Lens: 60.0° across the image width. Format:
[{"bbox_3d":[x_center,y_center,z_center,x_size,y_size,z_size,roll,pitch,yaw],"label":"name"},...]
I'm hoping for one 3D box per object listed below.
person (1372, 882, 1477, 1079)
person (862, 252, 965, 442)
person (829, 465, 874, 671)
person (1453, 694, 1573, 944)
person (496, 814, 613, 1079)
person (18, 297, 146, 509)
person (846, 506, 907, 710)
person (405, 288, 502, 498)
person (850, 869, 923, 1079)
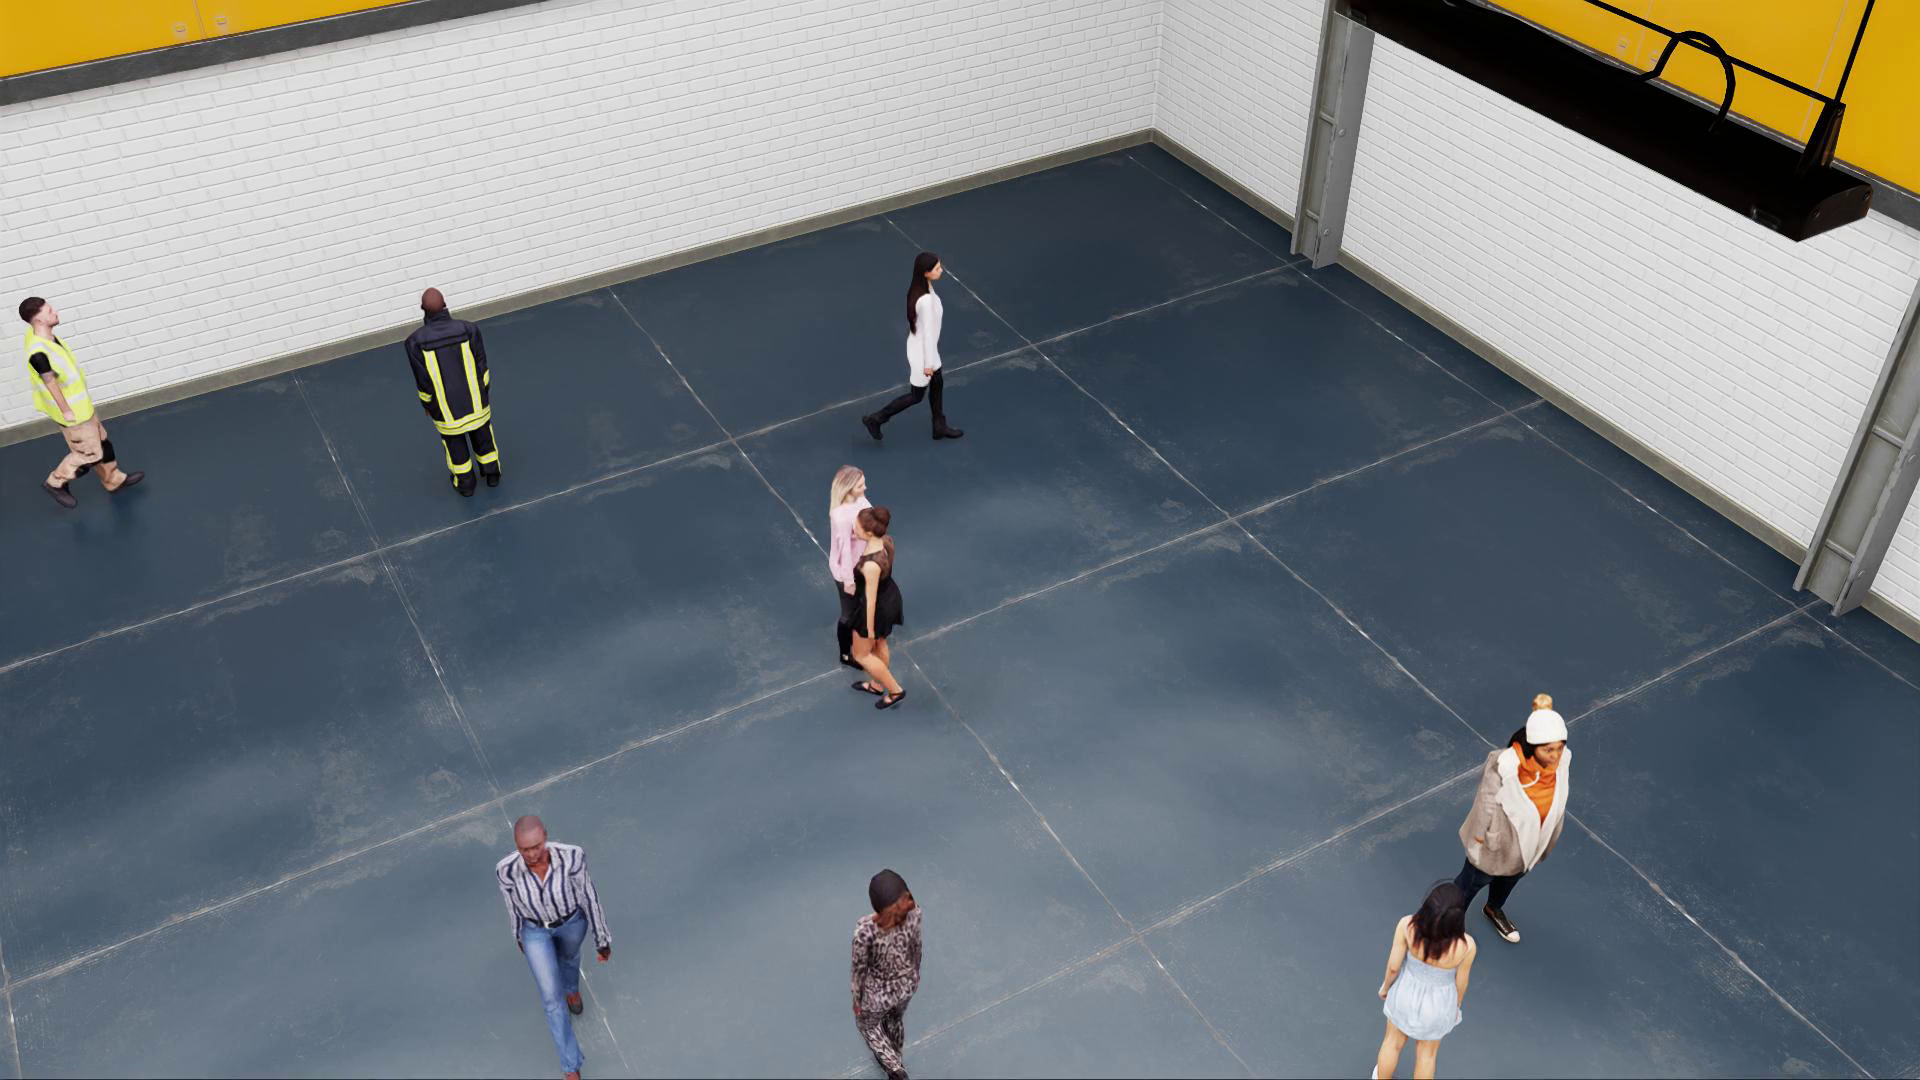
[{"bbox_3d":[2.400,2.389,8.660,0.645,1.729,0.733,15,41,18],"label":"person"},{"bbox_3d":[-0.396,-1.519,13.510,0.984,1.783,1.110,-2,39,-3],"label":"person"},{"bbox_3d":[-0.758,0.167,11.478,0.746,1.686,0.685,10,40,12],"label":"person"},{"bbox_3d":[3.143,1.620,9.497,0.749,1.887,0.736,-11,40,-14],"label":"person"},{"bbox_3d":[-2.212,2.055,9.056,0.782,1.758,1.138,-14,41,-16],"label":"person"},{"bbox_3d":[-6.961,-1.042,12.874,0.816,1.832,0.897,-16,41,-19],"label":"person"},{"bbox_3d":[-0.494,0.458,11.124,0.826,1.672,0.767,10,40,12],"label":"person"},{"bbox_3d":[-3.959,-1.174,13.047,0.742,1.821,0.661,-18,42,-21],"label":"person"},{"bbox_3d":[-0.345,2.387,8.683,0.576,1.703,0.756,-21,43,-24],"label":"person"}]
